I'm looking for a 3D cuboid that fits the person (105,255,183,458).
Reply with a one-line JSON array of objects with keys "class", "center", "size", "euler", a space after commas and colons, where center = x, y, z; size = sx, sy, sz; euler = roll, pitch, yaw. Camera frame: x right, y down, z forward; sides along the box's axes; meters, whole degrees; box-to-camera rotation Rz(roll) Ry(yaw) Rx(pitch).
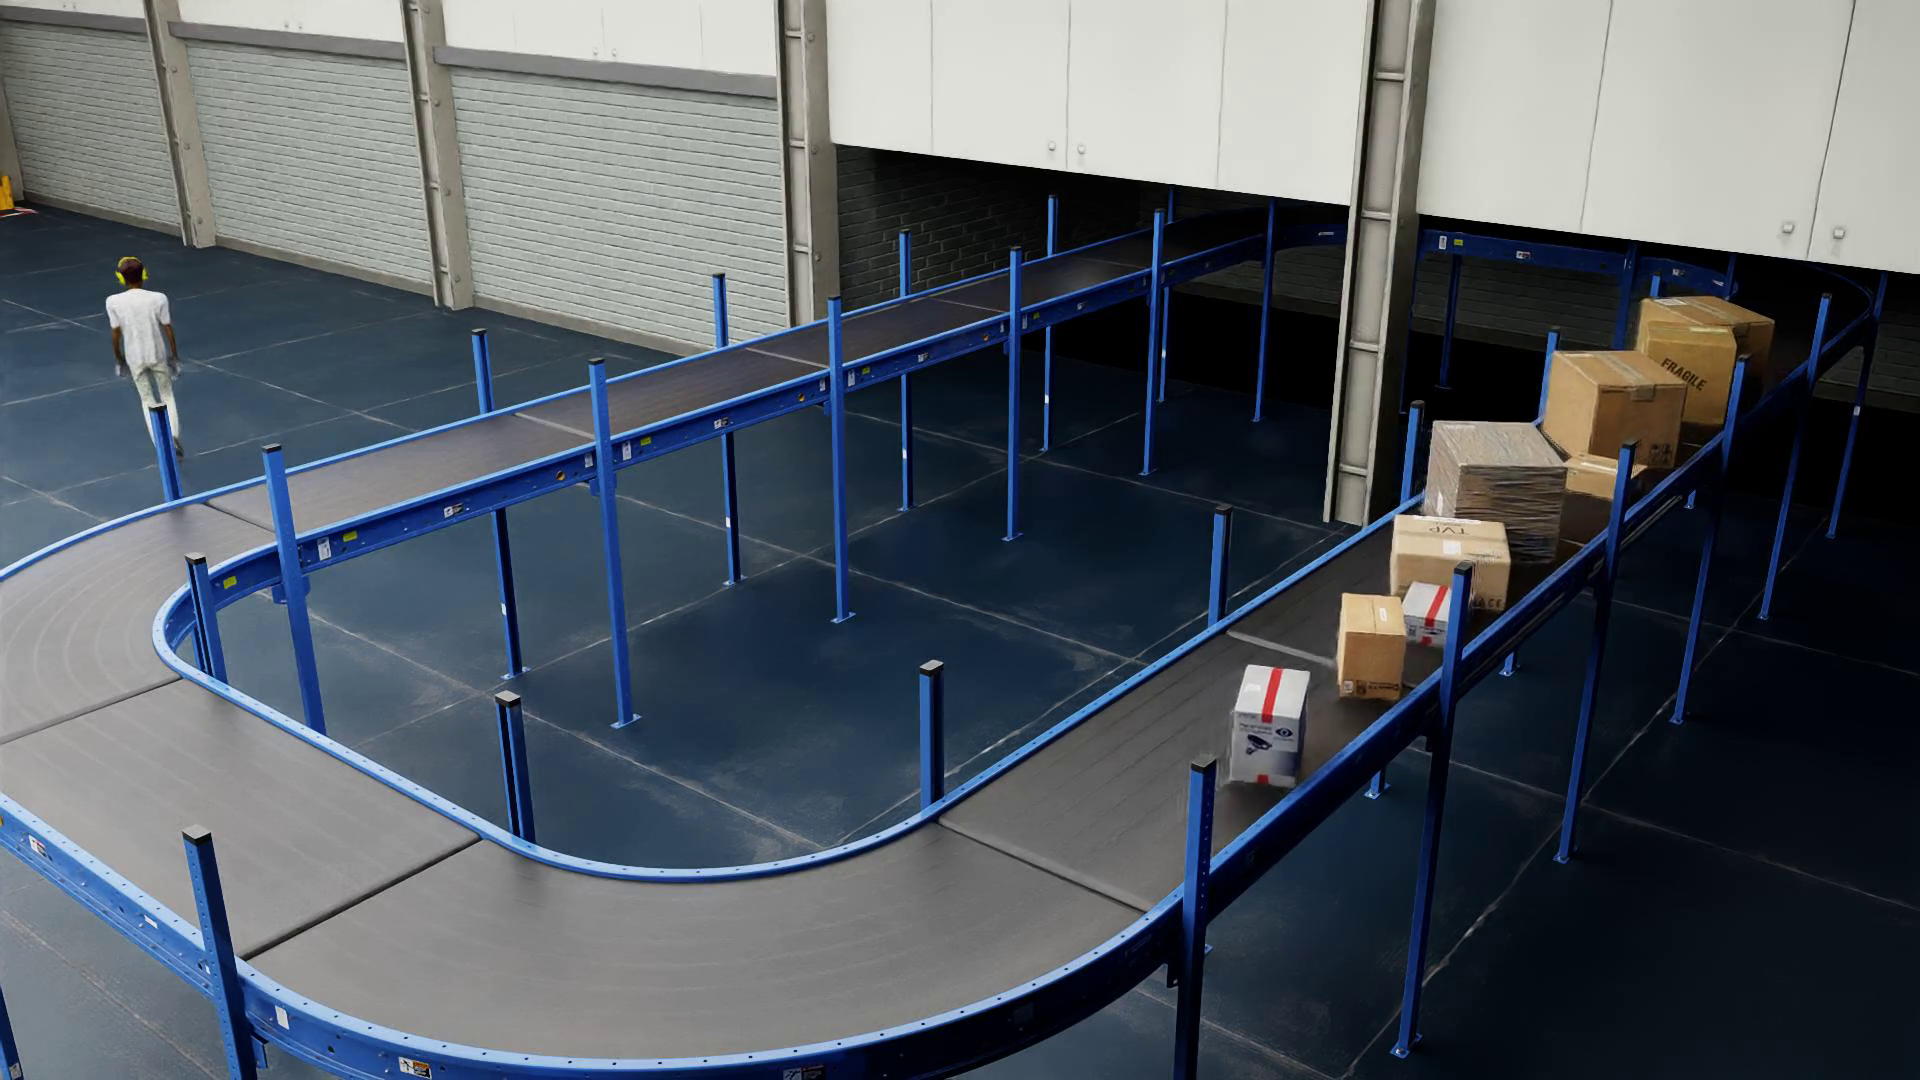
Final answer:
[{"class": "person", "center": [-7.197, -1.590, 14.704], "size": [0.530, 1.850, 0.405], "euler": [-12, 24, -27]}]
